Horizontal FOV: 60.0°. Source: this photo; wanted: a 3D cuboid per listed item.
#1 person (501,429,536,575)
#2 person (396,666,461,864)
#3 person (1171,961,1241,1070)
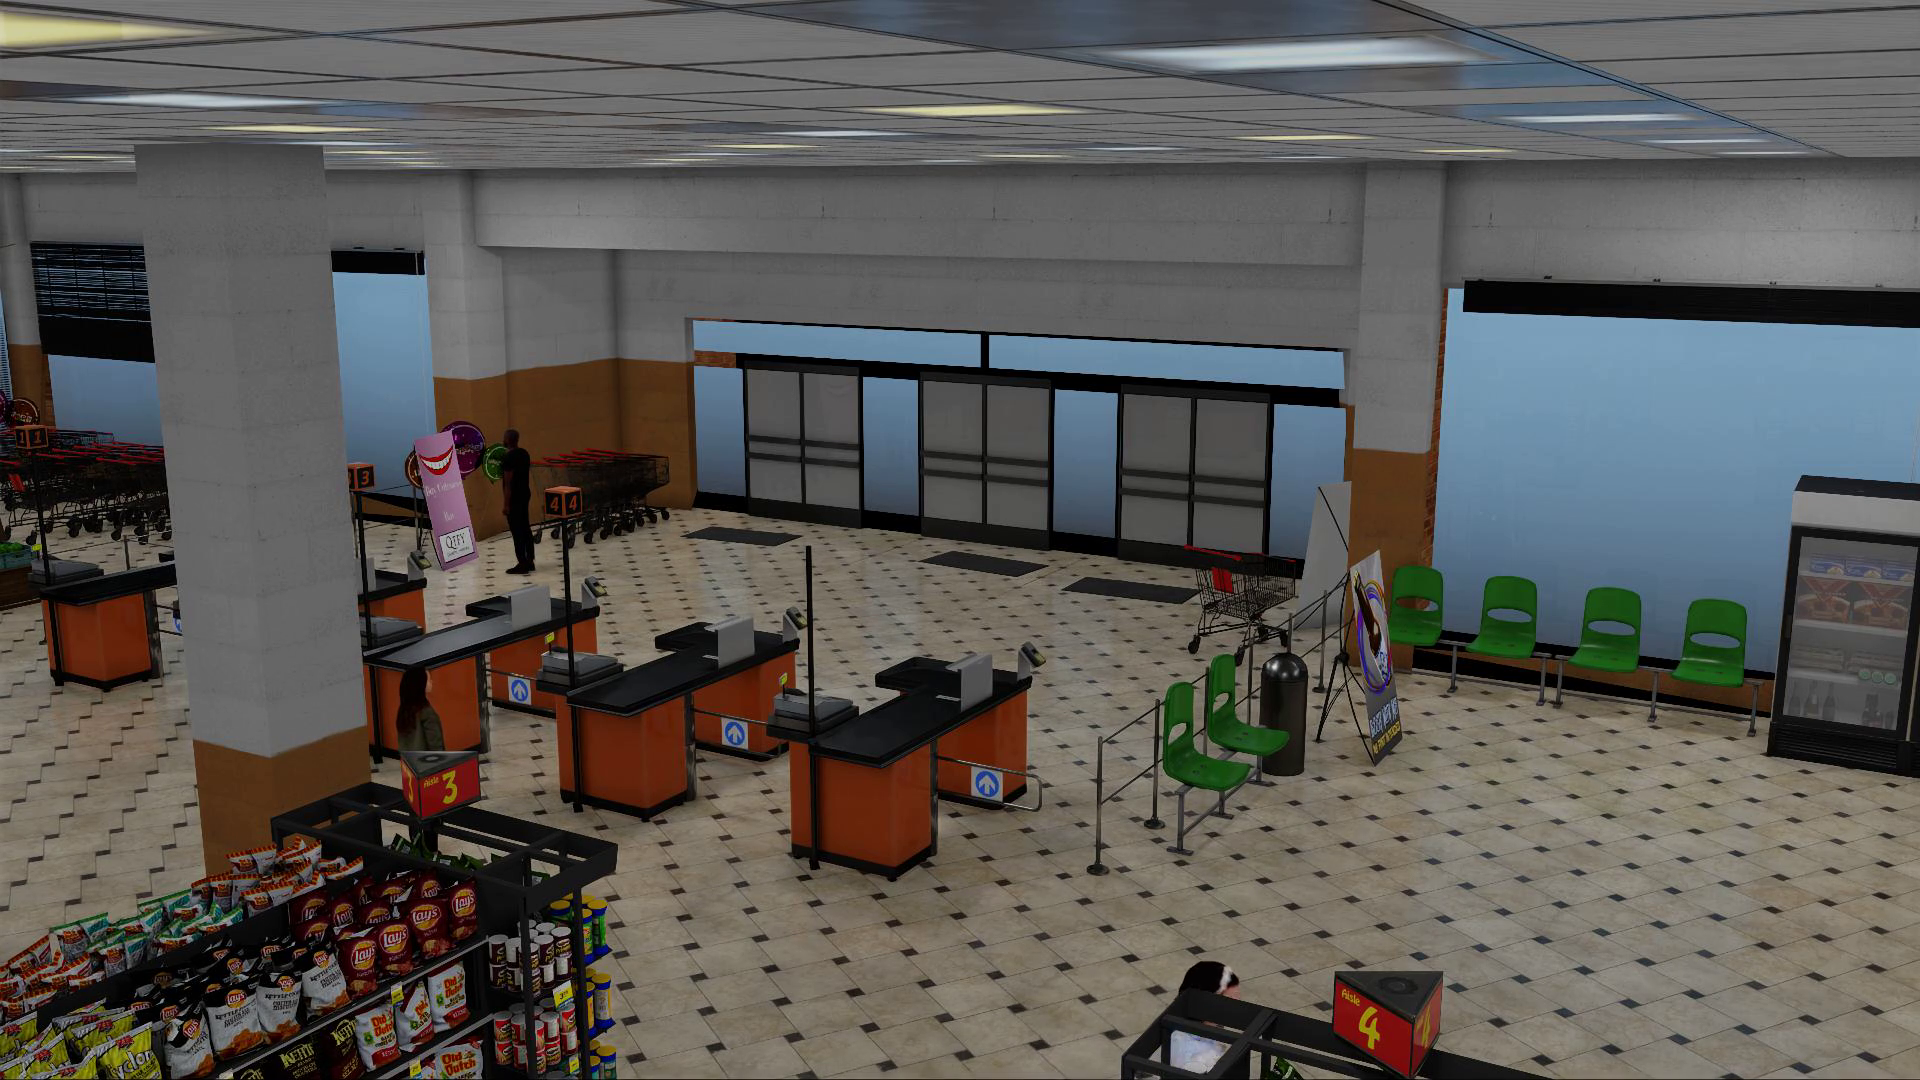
[{"bbox_3d":[-5.551,-0.488,20.853,0.775,1.818,0.569,3,12,16],"label":"person"},{"bbox_3d":[-3.782,1.607,11.740,0.624,1.475,0.577,11,16,42],"label":"person"},{"bbox_3d":[0.829,2.542,6.632,1.244,1.749,1.177,-4,12,-16],"label":"person"}]
